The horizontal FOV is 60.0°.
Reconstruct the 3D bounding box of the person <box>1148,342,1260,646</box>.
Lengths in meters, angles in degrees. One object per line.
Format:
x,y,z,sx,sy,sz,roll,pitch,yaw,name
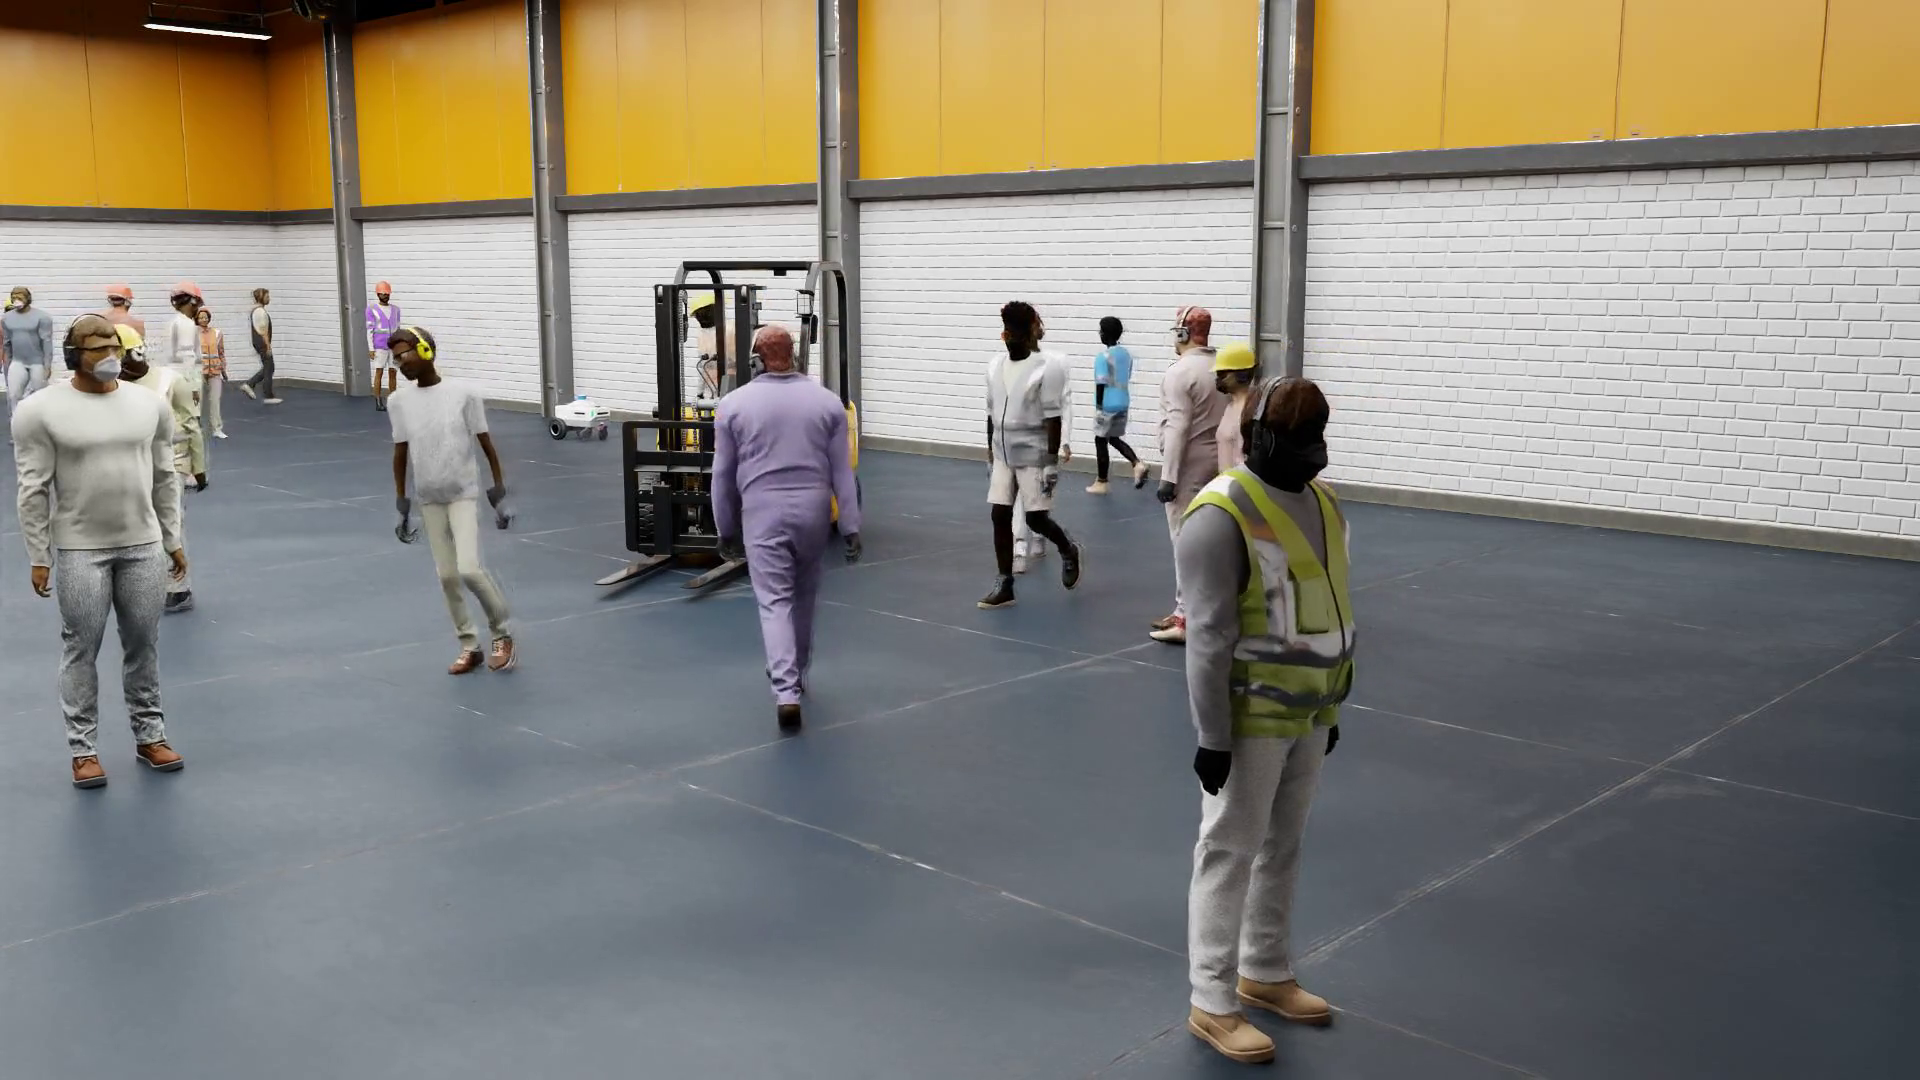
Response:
1.556,-0.239,9.254,0.903,1.719,0.534,-2,9,-11,person

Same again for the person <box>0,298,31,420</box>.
-12.766,-2.410,22.535,0.517,1.725,0.843,-5,10,-26,person

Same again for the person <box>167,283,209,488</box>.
-7.541,-1.517,16.285,0.434,1.987,0.786,-5,11,-29,person

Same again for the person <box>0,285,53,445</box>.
-11.259,-2.097,20.047,0.648,1.916,0.723,0,9,-3,person

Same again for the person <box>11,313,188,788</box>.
-3.532,0.038,6.892,0.358,1.938,0.636,9,13,43,person

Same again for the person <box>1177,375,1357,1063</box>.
0.850,0.476,4.533,0.431,1.838,0.638,8,12,41,person

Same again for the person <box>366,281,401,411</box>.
-8.591,-2.902,24.917,0.360,1.936,0.552,9,13,43,person

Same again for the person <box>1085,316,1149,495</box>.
1.451,-1.246,15.514,0.544,1.684,0.546,8,12,40,person

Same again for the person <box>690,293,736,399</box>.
-2.369,-1.540,16.777,0.787,1.870,0.421,8,12,39,person

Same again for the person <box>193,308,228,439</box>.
-9.389,-2.066,20.705,0.306,1.639,0.524,9,13,43,person

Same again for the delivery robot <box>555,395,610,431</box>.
-4.677,-1.558,20.624,0.707,0.478,0.477,6,11,33,delivery robot

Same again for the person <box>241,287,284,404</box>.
-10.961,-3.034,26.061,0.501,1.830,0.516,-5,11,-30,person

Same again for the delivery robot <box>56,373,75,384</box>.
-13.724,-2.438,26.017,0.477,0.478,0.707,9,13,43,delivery robot

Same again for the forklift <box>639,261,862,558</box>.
-1.552,-1.040,12.721,1.214,2.155,2.313,2,9,11,forklift

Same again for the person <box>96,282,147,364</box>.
-9.379,-1.871,18.498,0.626,1.976,0.705,1,9,3,person

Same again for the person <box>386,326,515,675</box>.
-2.656,-0.193,8.663,0.629,1.825,0.390,1,9,8,person

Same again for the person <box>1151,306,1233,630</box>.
1.350,-0.416,9.774,0.403,1.906,0.652,7,12,38,person

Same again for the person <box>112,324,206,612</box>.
-5.015,-0.437,10.283,0.596,1.785,0.656,1,9,6,person

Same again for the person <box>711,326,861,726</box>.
-0.822,-0.077,7.915,0.690,1.858,1.015,-3,10,-20,person

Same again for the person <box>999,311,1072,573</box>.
0.512,-0.734,11.915,0.574,1.852,0.911,0,9,1,person

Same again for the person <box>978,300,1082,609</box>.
0.445,-0.542,10.475,0.633,1.935,0.739,8,12,41,person
